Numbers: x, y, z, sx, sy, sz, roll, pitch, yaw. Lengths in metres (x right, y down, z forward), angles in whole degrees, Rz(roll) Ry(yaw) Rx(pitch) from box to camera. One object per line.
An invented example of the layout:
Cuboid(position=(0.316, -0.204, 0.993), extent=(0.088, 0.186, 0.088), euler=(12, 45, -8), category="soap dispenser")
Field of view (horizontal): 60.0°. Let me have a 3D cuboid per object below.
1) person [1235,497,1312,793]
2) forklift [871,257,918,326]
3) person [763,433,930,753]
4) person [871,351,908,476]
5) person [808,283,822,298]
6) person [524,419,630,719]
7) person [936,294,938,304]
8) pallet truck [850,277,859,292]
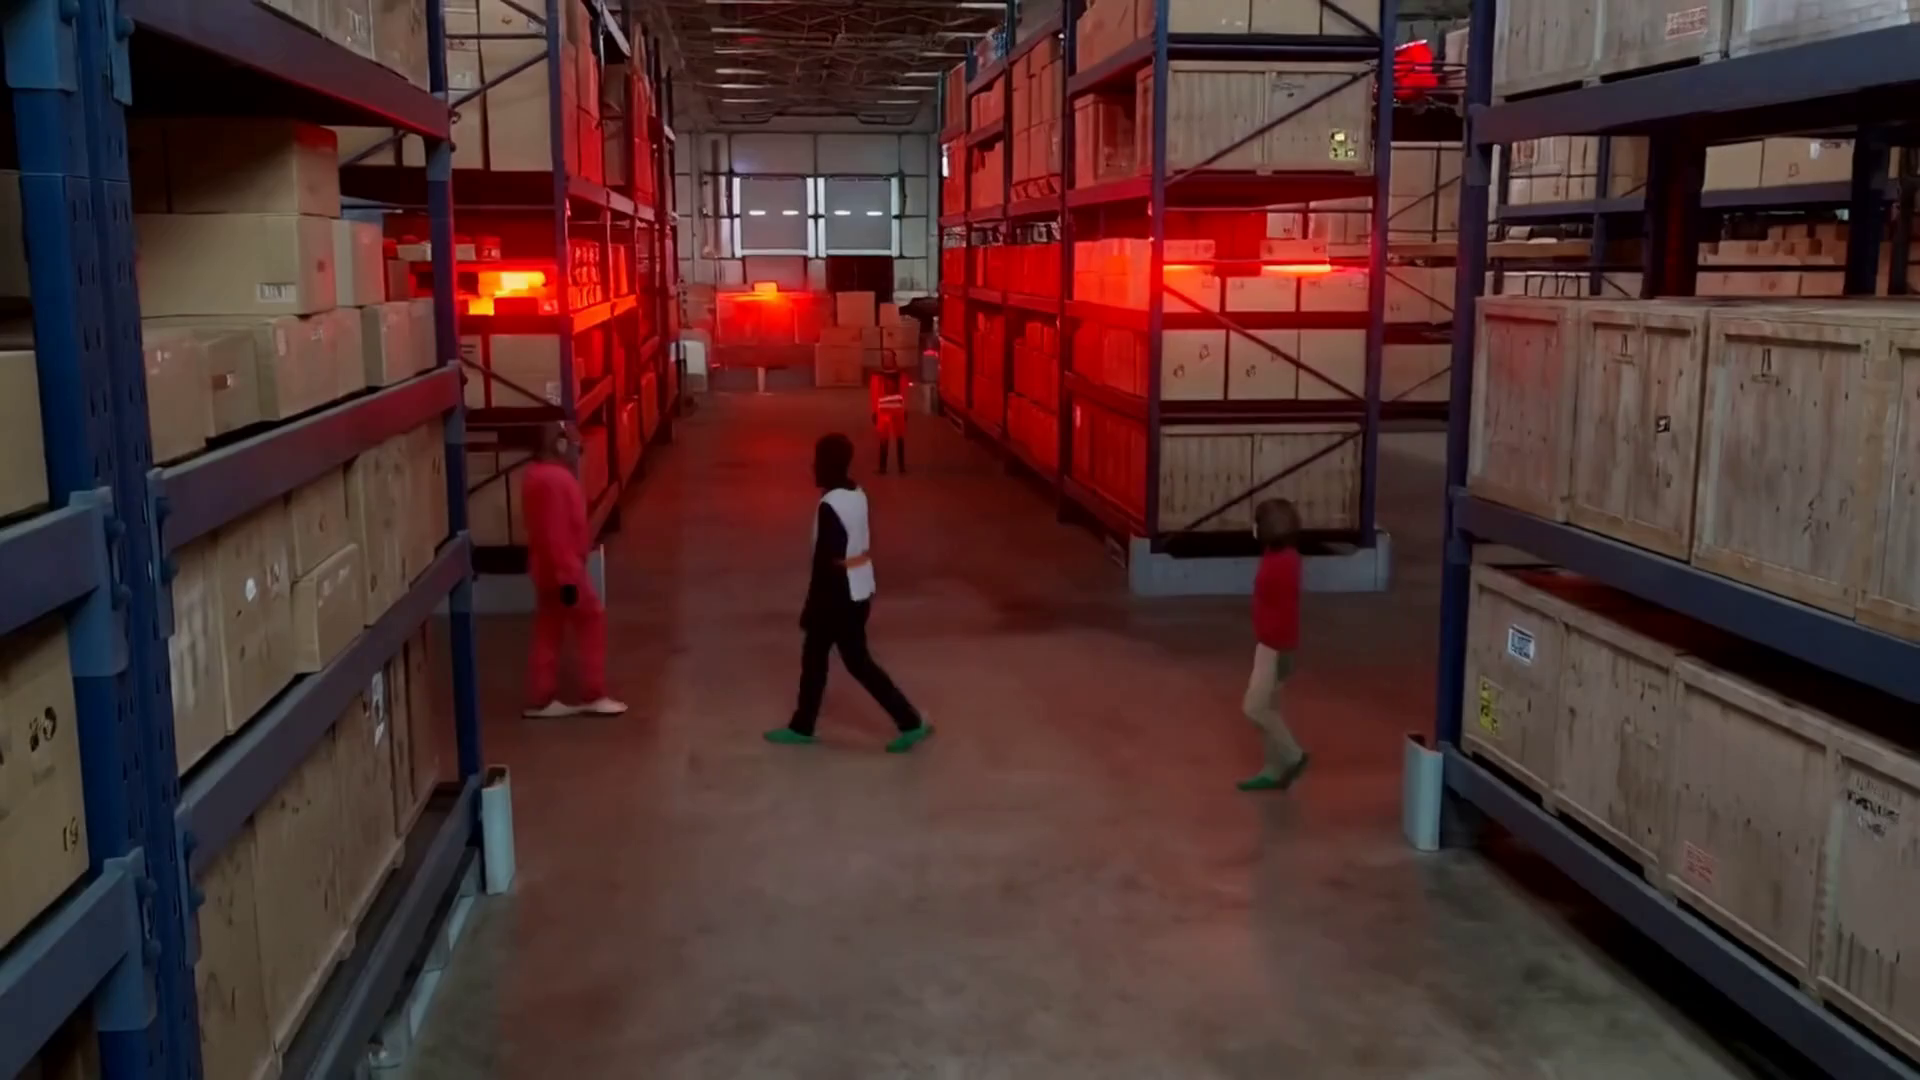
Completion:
Cuboid(position=(1.635, 0.579, 8.852), extent=(0.345, 1.620, 0.525), euler=(0, 10, -3), category="person")
Cuboid(position=(-2.263, -6.937, 48.952), extent=(1.873, 2.768, 1.129), euler=(-6, 11, -31), category="forklift")
Cuboid(position=(-0.654, 0.311, 9.686), extent=(0.982, 1.883, 0.592), euler=(1, 10, 7), category="person")
Cuboid(position=(-0.920, -1.653, 21.803), extent=(0.512, 1.639, 0.311), euler=(-5, 11, -25), category="person")
Cuboid(position=(-5.205, -8.155, 58.899), extent=(0.634, 1.910, 0.904), euler=(-4, 10, -20), category="person")
Cuboid(position=(-2.391, 0.186, 10.376), extent=(0.730, 1.882, 0.686), euler=(-6, 11, -30), category="person")
Cuboid(position=(-0.798, -10.061, 70.771), extent=(0.339, 1.633, 0.712), euler=(7, 12, 35), category="person")
Cuboid(position=(-3.782, -9.391, 65.808), extent=(1.885, 1.965, 0.823), euler=(2, 10, 10), category="pallet truck")
